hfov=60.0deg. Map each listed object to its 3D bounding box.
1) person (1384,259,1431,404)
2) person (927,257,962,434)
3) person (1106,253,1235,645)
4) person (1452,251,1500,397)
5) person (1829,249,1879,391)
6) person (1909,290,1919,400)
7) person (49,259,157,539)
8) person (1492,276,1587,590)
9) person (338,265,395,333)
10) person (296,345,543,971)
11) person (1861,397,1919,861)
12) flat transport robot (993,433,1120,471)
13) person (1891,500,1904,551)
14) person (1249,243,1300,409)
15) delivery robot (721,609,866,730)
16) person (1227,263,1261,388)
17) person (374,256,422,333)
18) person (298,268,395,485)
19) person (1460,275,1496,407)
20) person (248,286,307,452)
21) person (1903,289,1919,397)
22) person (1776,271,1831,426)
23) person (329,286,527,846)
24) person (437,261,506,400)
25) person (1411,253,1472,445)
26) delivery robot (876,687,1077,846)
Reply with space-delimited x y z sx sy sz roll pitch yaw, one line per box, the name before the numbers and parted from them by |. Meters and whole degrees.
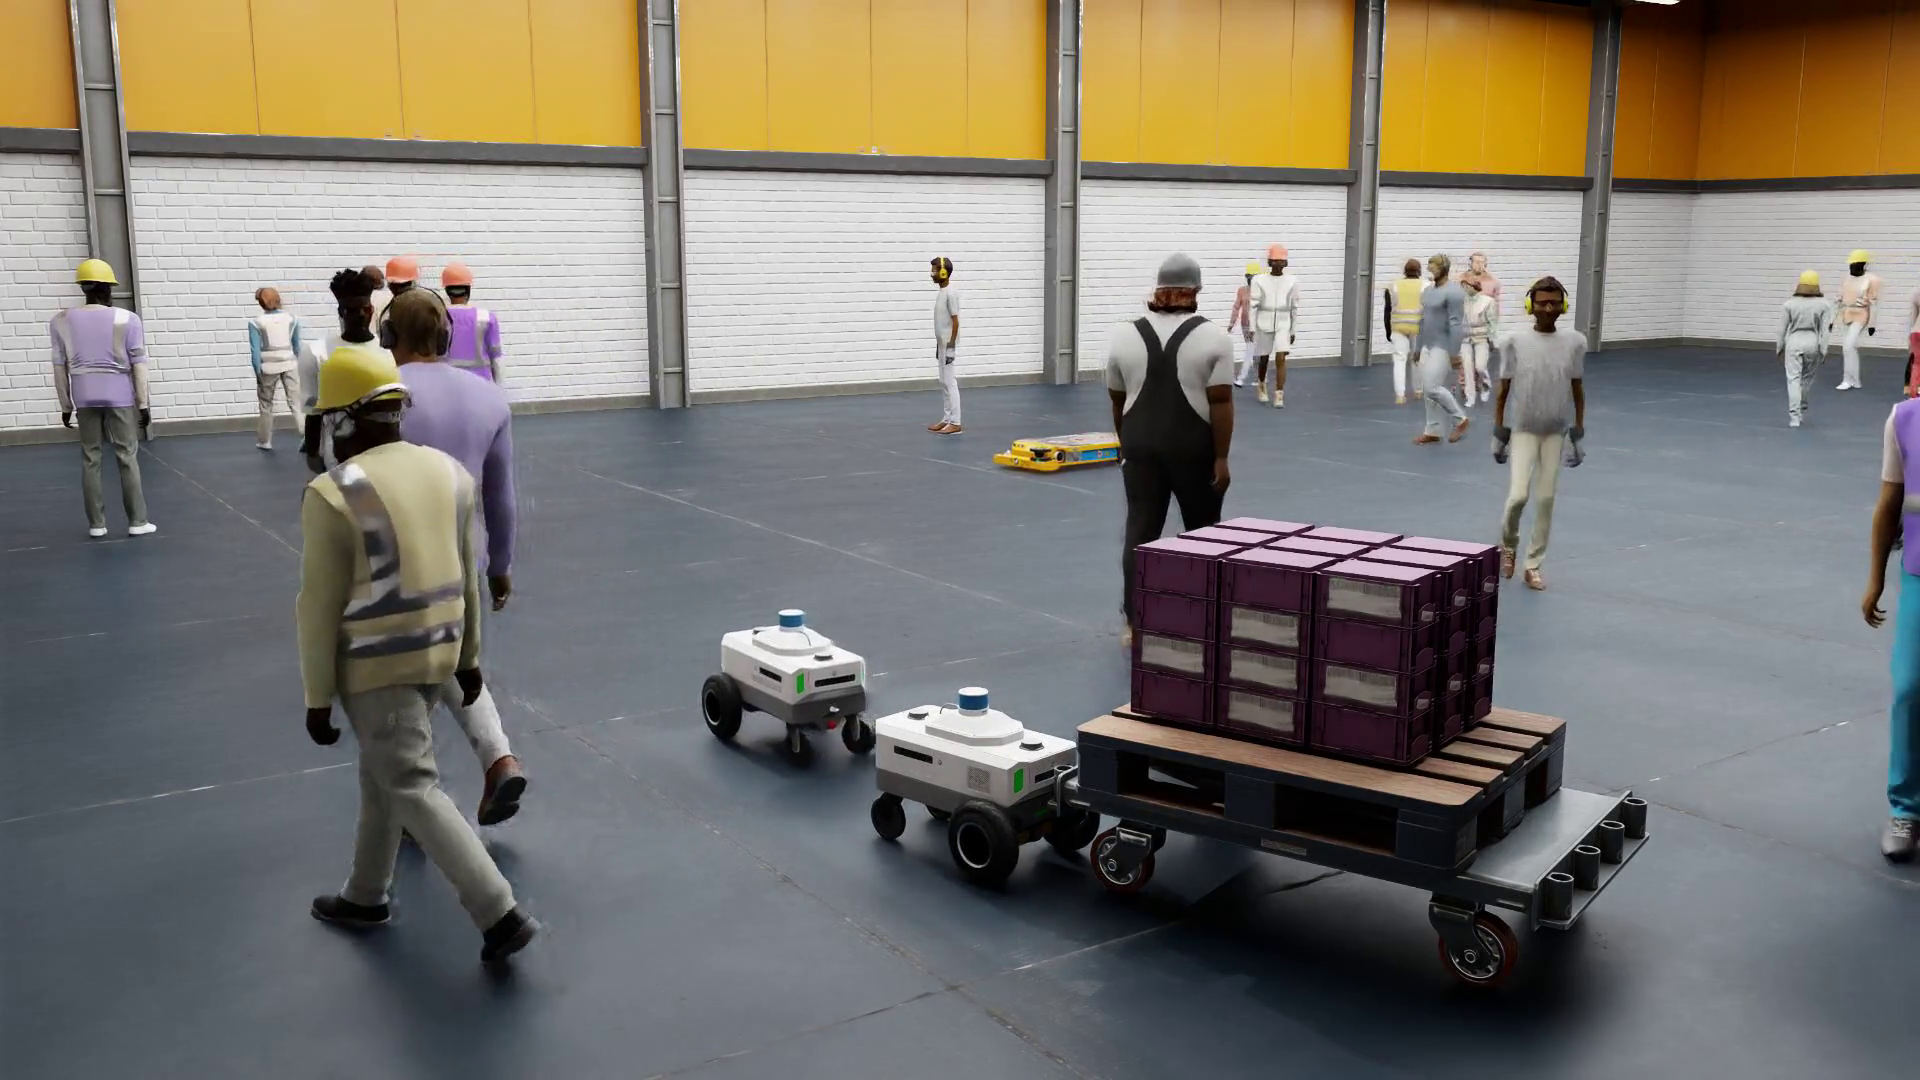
person | 5.671 -2.630 20.974 0.631 1.785 0.991 4 11 22
person | -0.157 -2.048 17.582 0.312 1.864 0.532 -3 11 -14
person | 1.143 -0.513 8.683 0.706 2.000 1.016 5 12 26
person | 6.672 -2.800 21.617 0.641 1.898 0.468 2 11 11
person | 12.087 -2.977 22.578 0.686 1.904 0.605 -2 11 -13
person | 12.044 -2.544 20.621 0.384 1.750 0.558 -5 11 -25
person | -5.922 -0.969 11.503 0.589 1.924 0.384 -2 11 -13
person | 3.433 -0.620 9.815 0.511 1.852 0.378 1 10 5
person | -5.340 -1.601 15.234 0.637 1.826 0.522 -3 11 -16
person | -1.568 0.342 4.731 0.912 1.786 0.597 4 11 23
person | 3.318 0.175 5.487 0.596 1.823 0.642 6 12 29
flat transport robot | 1.061 -0.821 15.229 1.431 0.197 0.652 -8 13 -37
person | 4.175 -0.062 6.731 0.774 1.840 0.992 9 13 40
person | 3.861 -2.647 20.507 0.612 2.010 0.979 1 10 5
delivery robot | -0.685 0.528 6.795 0.477 0.478 0.707 -7 13 -34
person | 4.002 -2.963 22.992 0.899 1.719 0.539 -9 13 -40
person | -4.165 -1.160 12.540 0.641 1.926 1.025 3 11 14
person | -3.103 -0.448 8.678 0.631 1.929 0.950 -7 13 -35
person | 6.325 -2.439 20.425 0.531 1.618 0.441 8 13 38
person | -6.591 -1.649 16.089 0.518 1.607 0.787 -9 13 -40
person | 12.521 -2.702 21.627 0.317 1.695 0.540 3 11 16
person | 9.335 -2.122 18.445 0.501 1.689 0.892 4 11 20
person | -1.781 0.111 5.619 0.529 1.917 0.659 8 13 38
person | -3.678 -1.106 12.331 0.546 1.906 0.900 -1 10 -3
person | 4.782 -1.888 16.552 0.483 1.920 0.633 -2 10 -9
delivery robot | 0.043 0.742 5.624 0.707 0.478 0.477 9 14 42
